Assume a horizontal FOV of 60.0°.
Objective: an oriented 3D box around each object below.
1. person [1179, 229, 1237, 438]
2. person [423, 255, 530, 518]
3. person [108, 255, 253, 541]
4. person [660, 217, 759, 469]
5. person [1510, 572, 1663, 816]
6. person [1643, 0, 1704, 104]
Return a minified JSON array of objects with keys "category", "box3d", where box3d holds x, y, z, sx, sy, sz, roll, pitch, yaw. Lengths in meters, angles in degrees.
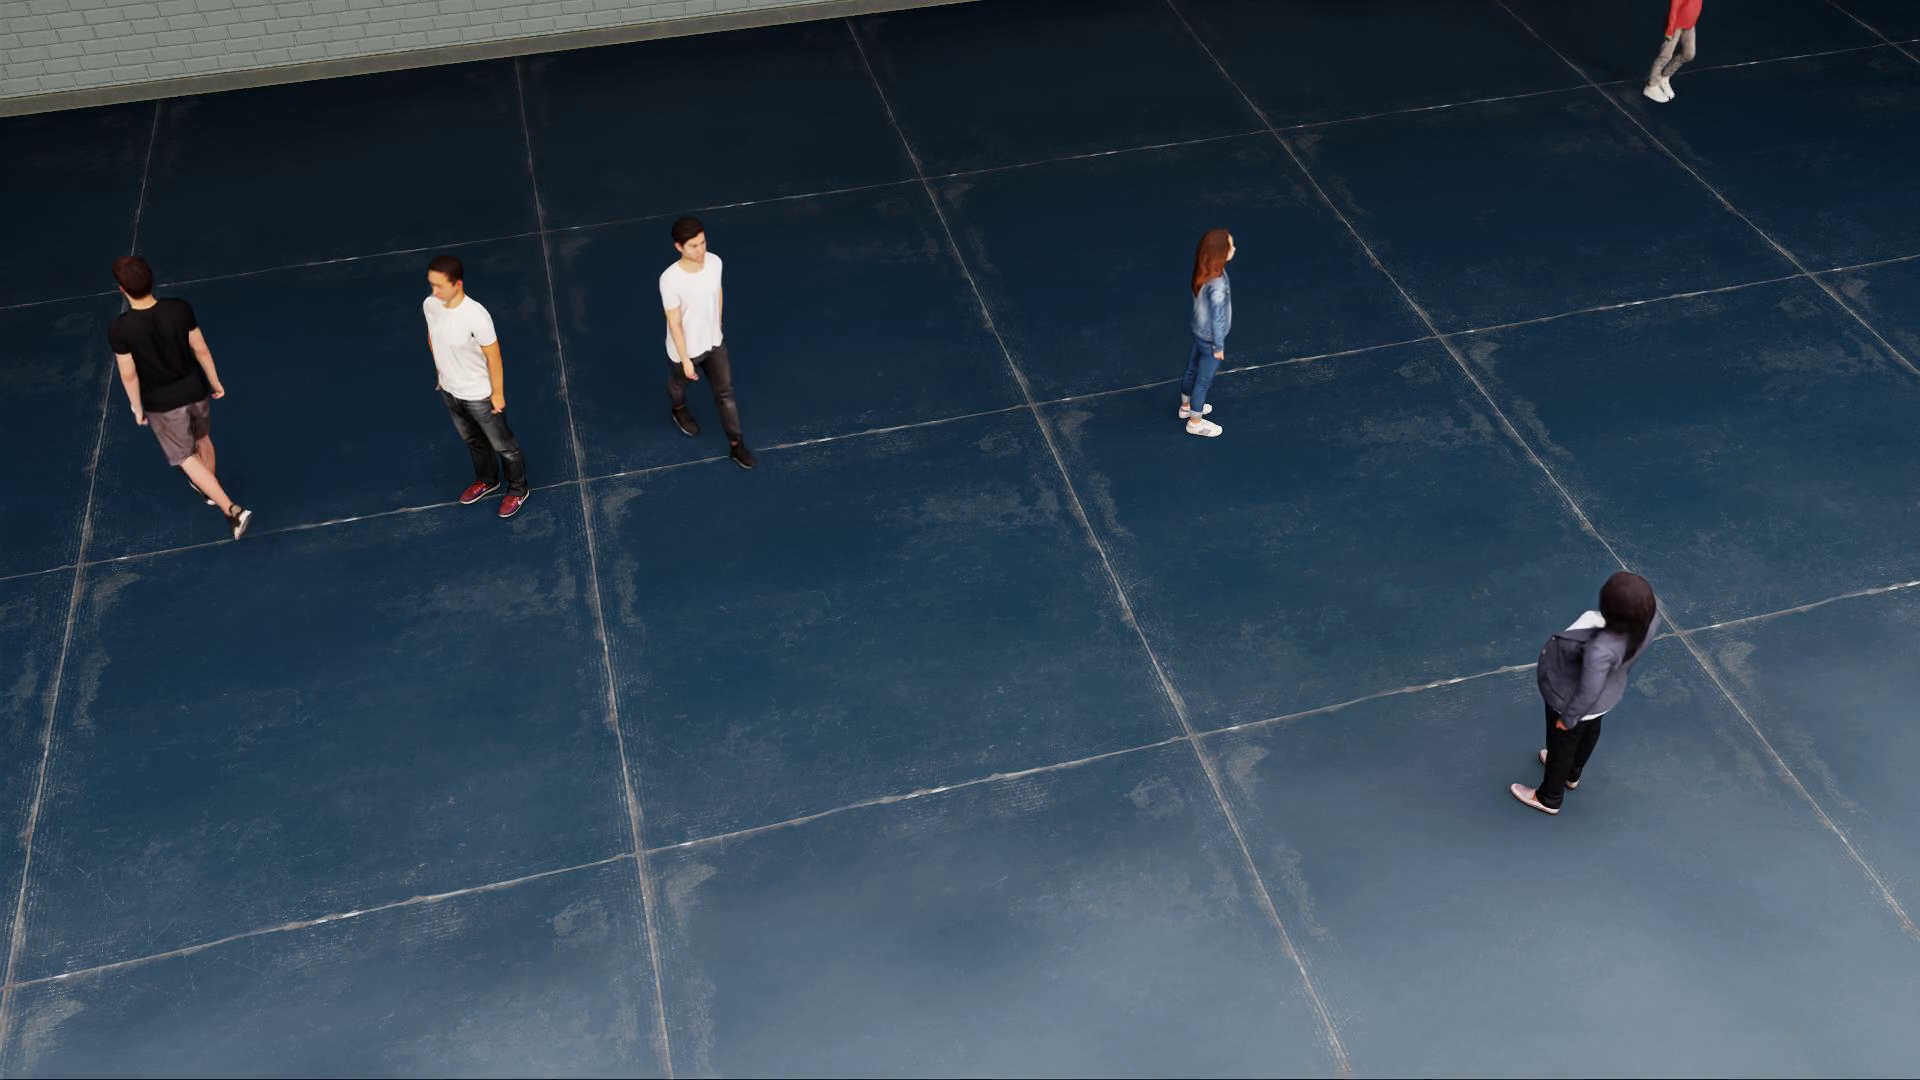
[{"category":"person","box3d":[1.563,-1.324,10.523,0.650,1.476,0.460,-6,43,-6]},{"category":"person","box3d":[-2.885,-0.927,9.860,0.712,1.800,0.761,20,46,20]},{"category":"person","box3d":[-4.543,-0.800,9.697,1.223,1.838,1.060,32,52,30]},{"category":"person","box3d":[-1.688,-1.266,10.313,0.916,1.679,1.181,-29,50,-28]},{"category":"person","box3d":[3.101,0.743,8.215,0.787,1.604,0.814,-32,52,-30]},{"category":"person","box3d":[5.917,-4.327,13.790,0.612,1.407,0.615,-27,49,-26]}]
